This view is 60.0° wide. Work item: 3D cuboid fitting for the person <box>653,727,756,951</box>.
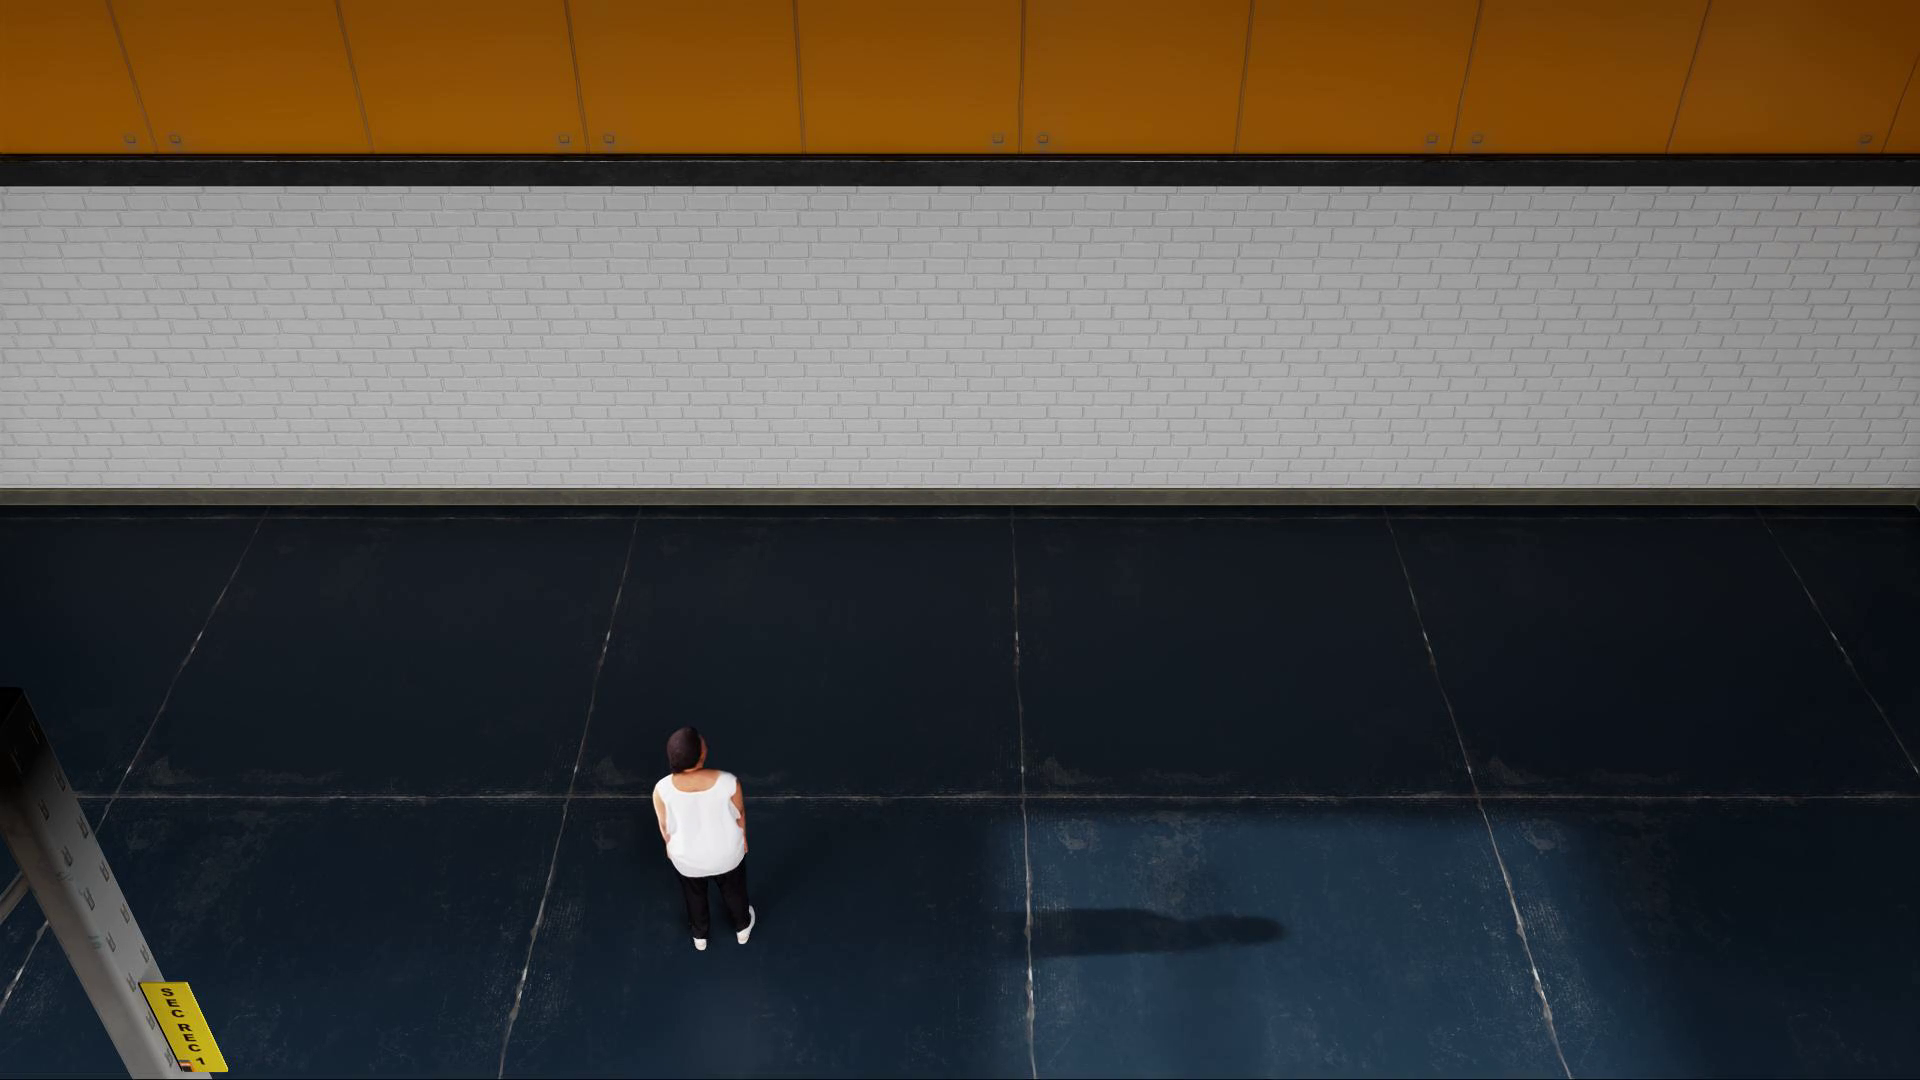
[{"bbox_3d":[-1.467,1.722,9.577,0.669,1.685,0.631,-3,39,-4],"label":"person"}]
